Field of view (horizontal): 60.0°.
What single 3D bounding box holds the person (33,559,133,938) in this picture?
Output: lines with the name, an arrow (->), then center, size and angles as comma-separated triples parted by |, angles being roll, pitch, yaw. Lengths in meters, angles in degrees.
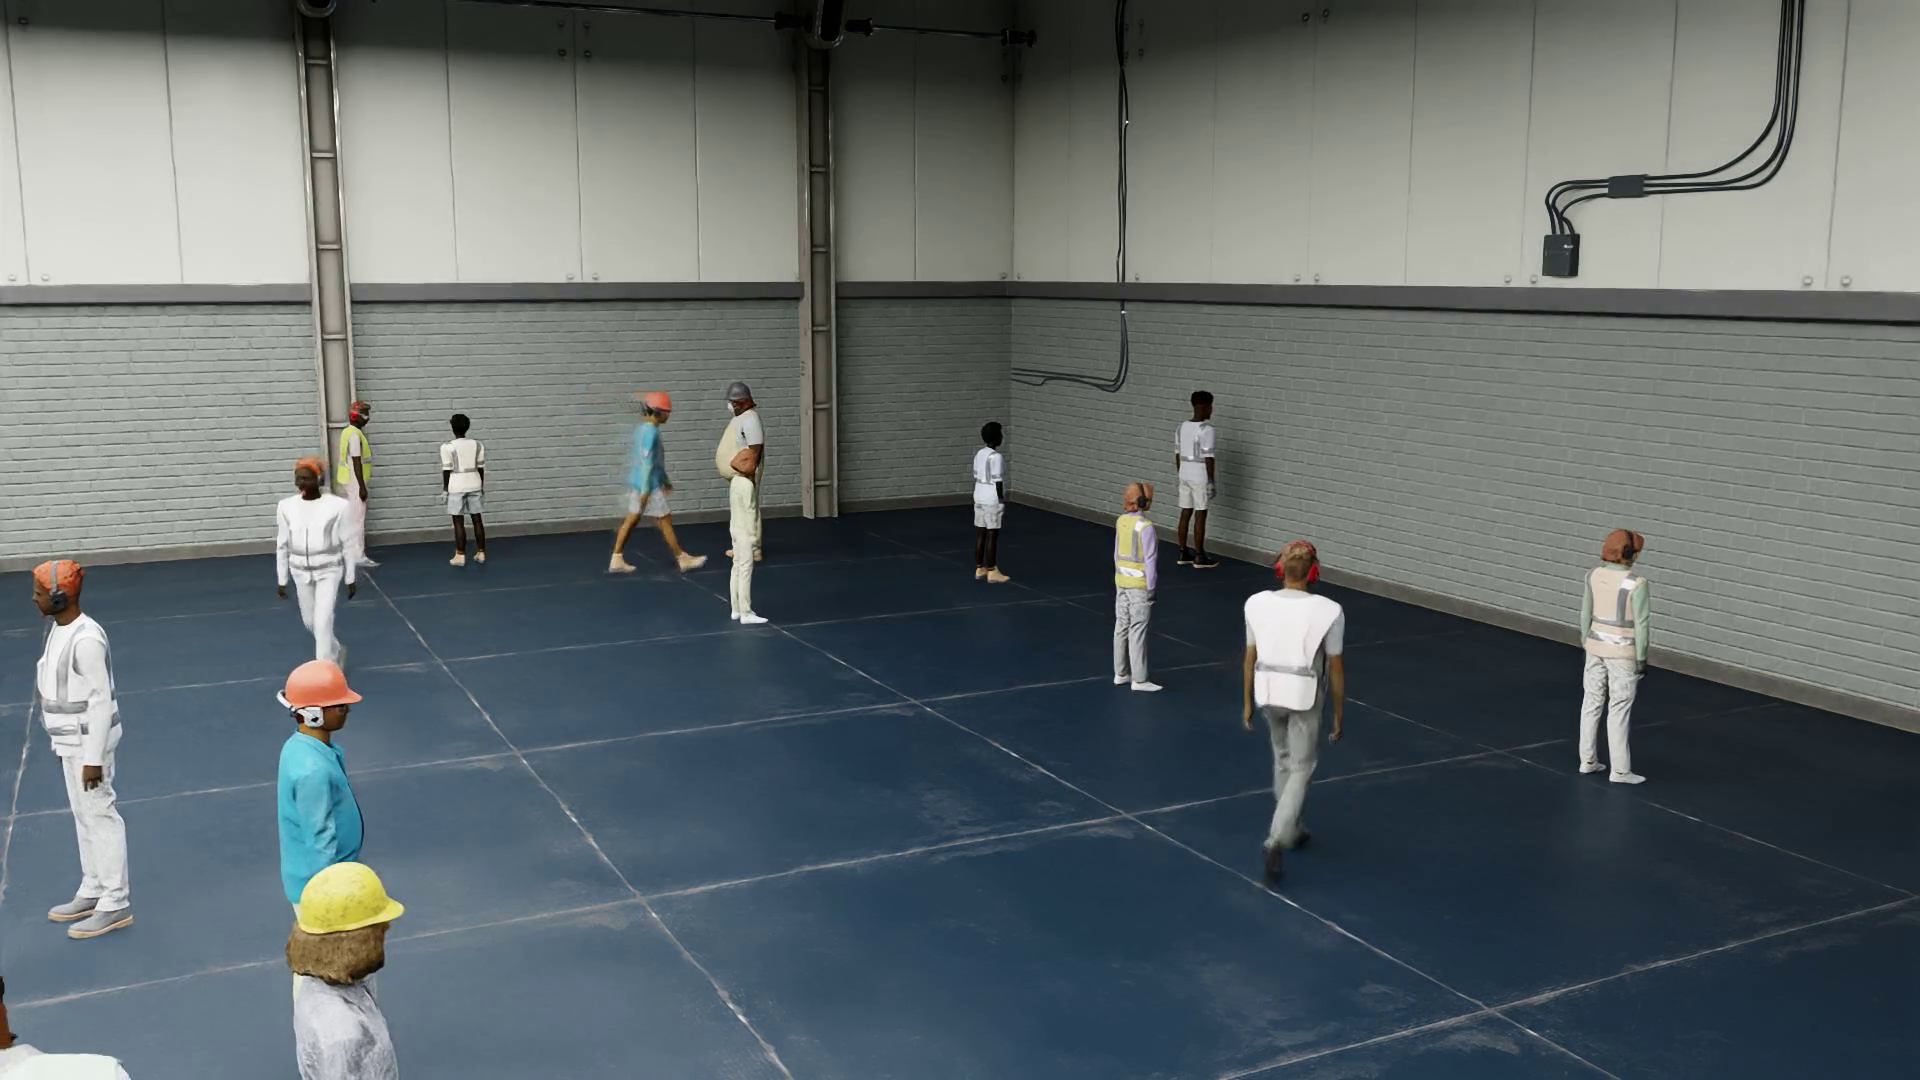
person -> -4.352, 1.019, 8.236 | 0.361, 1.882, 0.575 | -8, 12, -40

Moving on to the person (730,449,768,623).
person -> -2.000, -0.042, 15.537 | 0.287, 1.633, 0.498 | -4, 10, -25

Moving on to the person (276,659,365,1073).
person -> -2.536, 1.339, 6.659 | 0.334, 1.753, 0.562 | -4, 10, -25

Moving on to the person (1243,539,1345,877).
person -> 1.814, 0.905, 9.144 | 0.573, 1.821, 0.835 | 6, 11, 32

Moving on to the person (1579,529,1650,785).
person -> 4.199, 0.743, 10.687 | 0.314, 1.639, 0.514 | -4, 10, -25

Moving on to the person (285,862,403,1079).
person -> -1.613, 1.703, 4.449 | 0.307, 1.745, 0.484 | -4, 10, -25

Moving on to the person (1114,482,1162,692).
person -> 1.378, 0.366, 13.017 | 0.316, 1.639, 0.520 | -4, 10, -24

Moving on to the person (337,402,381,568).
person -> -6.687, -0.611, 18.418 | 0.395, 1.837, 0.563 | -4, 10, -25

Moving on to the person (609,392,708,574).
person -> -3.322, -0.599, 17.962 | 1.088, 1.975, 0.634 | -3, 10, -18

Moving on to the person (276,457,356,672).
person -> -5.006, 0.260, 13.015 | 0.577, 1.859, 0.877 | 0, 9, 1

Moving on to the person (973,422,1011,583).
person -> 0.322, -0.401, 17.555 | 0.322, 1.697, 0.532 | -4, 10, -25

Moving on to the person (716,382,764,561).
person -> -2.488, -0.777, 18.816 | 0.535, 2.000, 0.685 | -4, 10, -21

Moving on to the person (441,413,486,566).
person -> -5.534, -0.561, 18.540 | 0.317, 1.695, 0.540 | 9, 13, 42

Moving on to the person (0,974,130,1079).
person -> -2.058, 1.775, 3.606 | 0.628, 1.877, 0.786 | -2, 9, -9

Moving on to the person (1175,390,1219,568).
person -> 2.624, -0.678, 18.444 | 0.369, 1.963, 0.609 | -5, 11, -29
